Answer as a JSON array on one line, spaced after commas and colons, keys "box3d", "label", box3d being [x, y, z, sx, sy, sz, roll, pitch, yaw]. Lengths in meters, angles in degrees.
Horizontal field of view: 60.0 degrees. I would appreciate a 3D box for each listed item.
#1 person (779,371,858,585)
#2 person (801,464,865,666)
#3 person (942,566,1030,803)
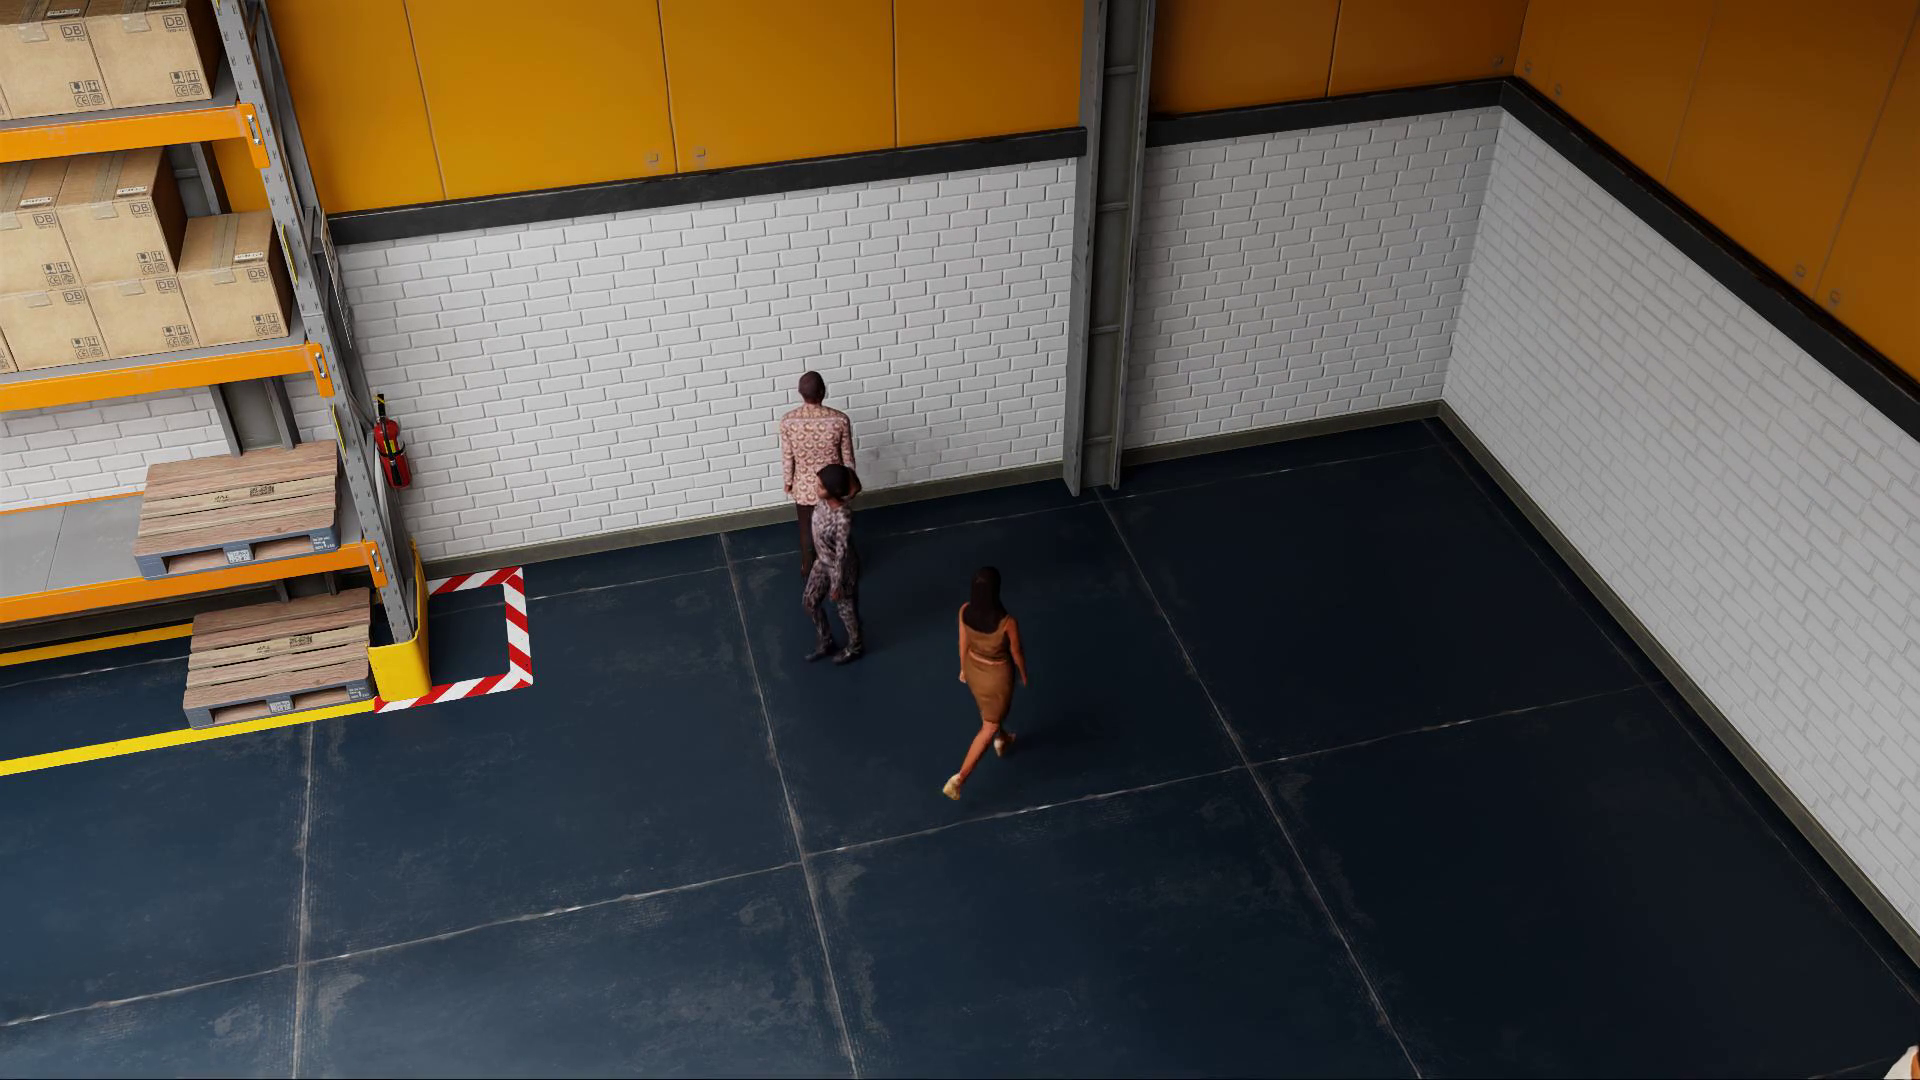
[{"box3d": [-1.001, -0.406, 11.936, 0.597, 1.810, 0.786, -2, 39, -3], "label": "person"}, {"box3d": [-0.751, 0.174, 11.295, 0.715, 1.704, 0.651, -17, 42, -20], "label": "person"}, {"box3d": [0.142, 0.923, 10.395, 1.004, 1.656, 1.119, 25, 45, 28], "label": "person"}]
